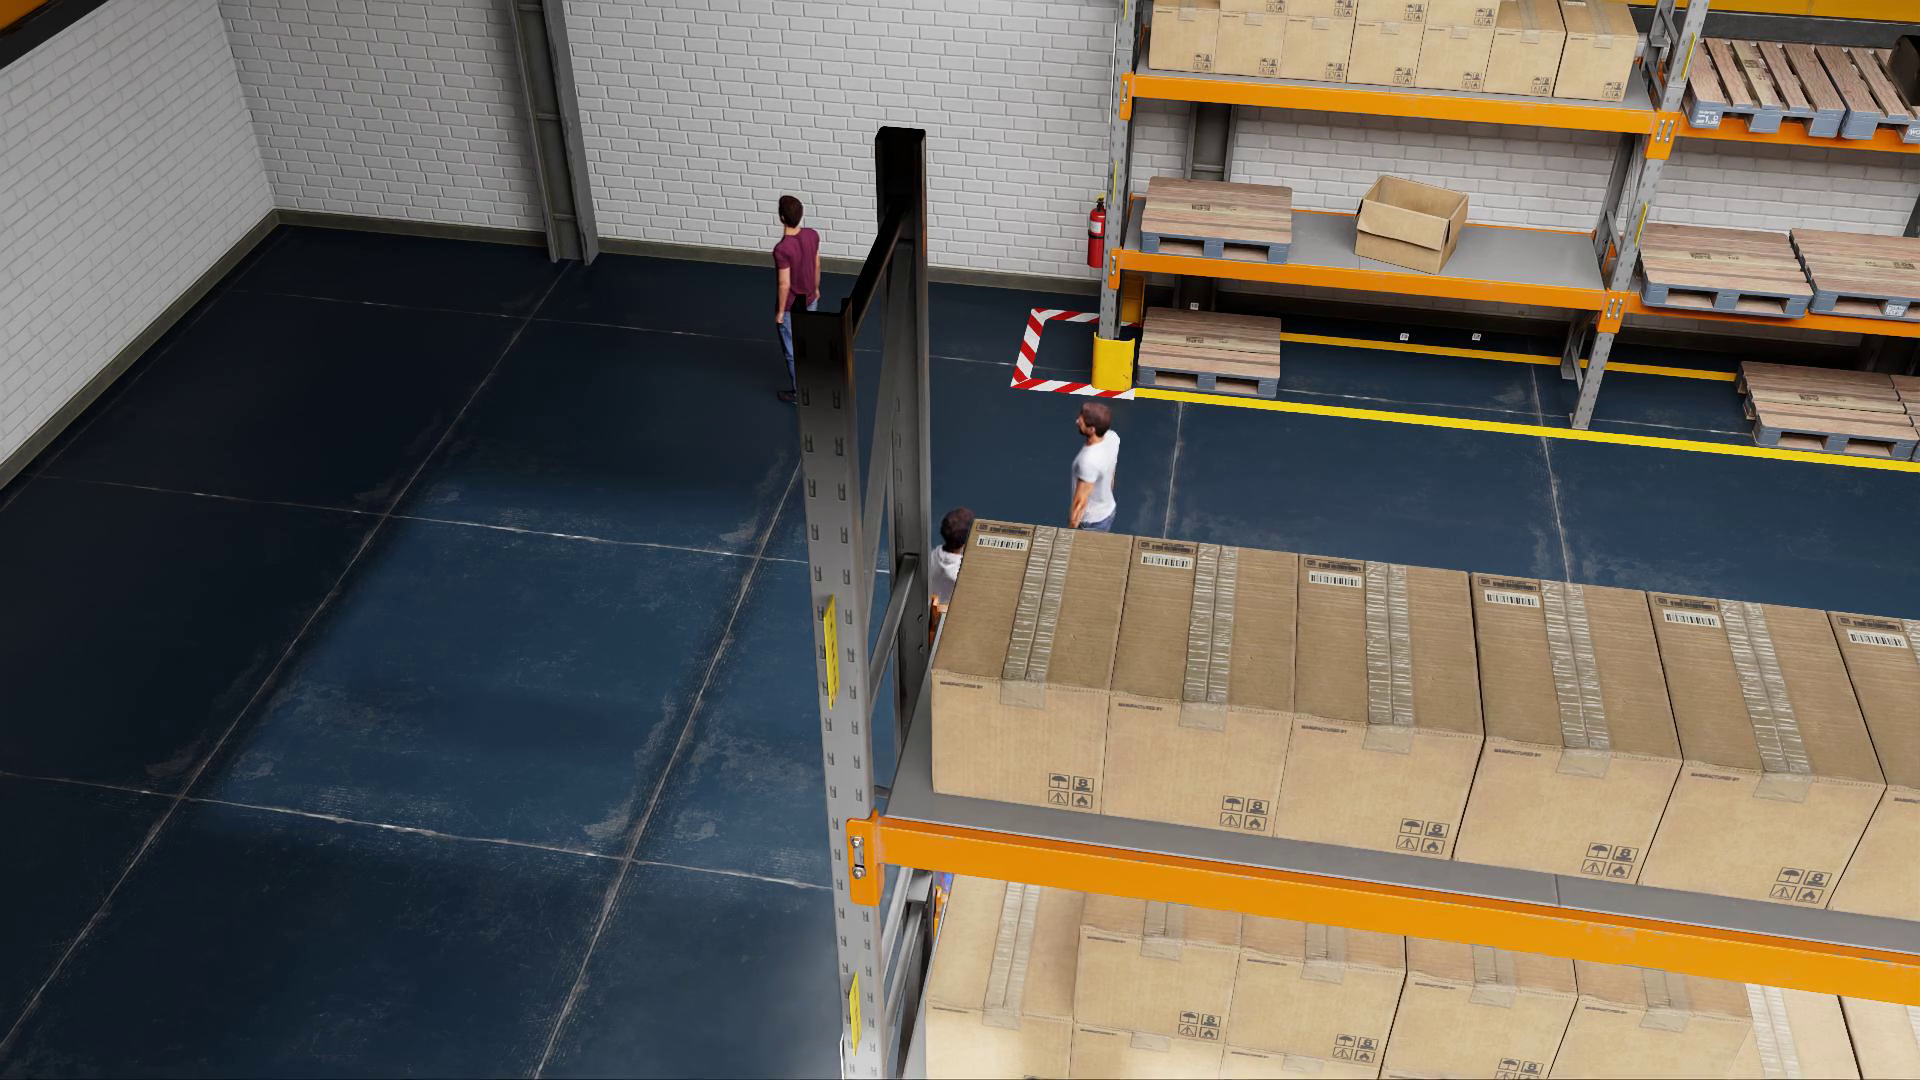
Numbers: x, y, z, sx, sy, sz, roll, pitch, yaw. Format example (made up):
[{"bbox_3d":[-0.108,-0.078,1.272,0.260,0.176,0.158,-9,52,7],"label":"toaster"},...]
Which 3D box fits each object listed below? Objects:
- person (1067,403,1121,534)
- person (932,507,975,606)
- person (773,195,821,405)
[{"bbox_3d":[0.997,-0.136,11.414,0.730,1.852,0.716,13,41,16],"label":"person"},{"bbox_3d":[-0.071,0.653,10.384,1.088,1.903,0.801,10,40,12],"label":"person"},{"bbox_3d":[-1.345,-1.981,13.723,0.711,1.852,0.742,25,45,28],"label":"person"}]
